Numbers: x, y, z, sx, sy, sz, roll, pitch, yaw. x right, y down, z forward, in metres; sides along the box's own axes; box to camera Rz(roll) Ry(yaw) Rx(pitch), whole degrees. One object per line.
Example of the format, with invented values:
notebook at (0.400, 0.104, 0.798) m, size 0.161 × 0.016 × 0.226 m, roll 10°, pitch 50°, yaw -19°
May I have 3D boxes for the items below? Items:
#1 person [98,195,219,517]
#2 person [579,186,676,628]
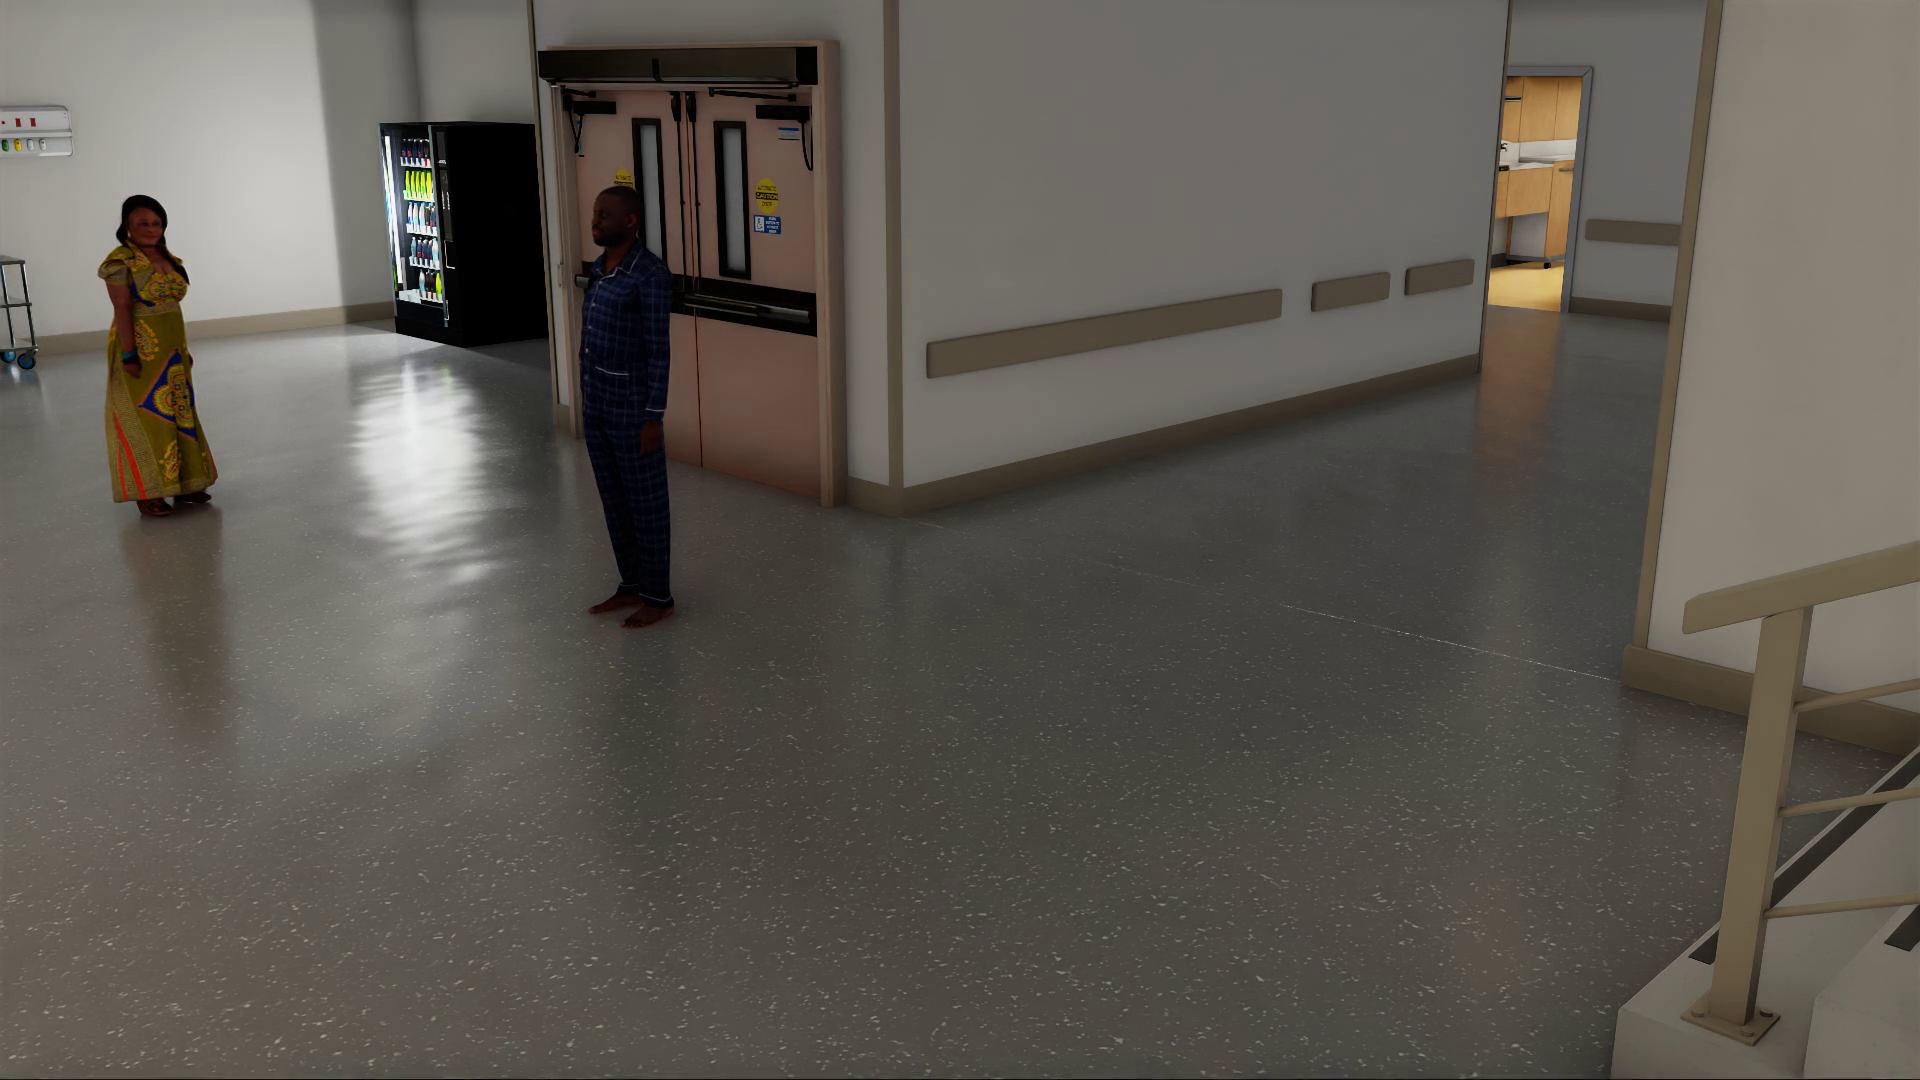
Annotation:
person at (-4.255, -0.983, 8.763) m, size 1.012 × 1.658 × 1.001 m, roll 4°, pitch 16°, yaw 13°
person at (-1.393, -0.562, 6.964) m, size 0.723 × 1.825 × 0.543 m, roll -14°, pitch 21°, yaw -41°
